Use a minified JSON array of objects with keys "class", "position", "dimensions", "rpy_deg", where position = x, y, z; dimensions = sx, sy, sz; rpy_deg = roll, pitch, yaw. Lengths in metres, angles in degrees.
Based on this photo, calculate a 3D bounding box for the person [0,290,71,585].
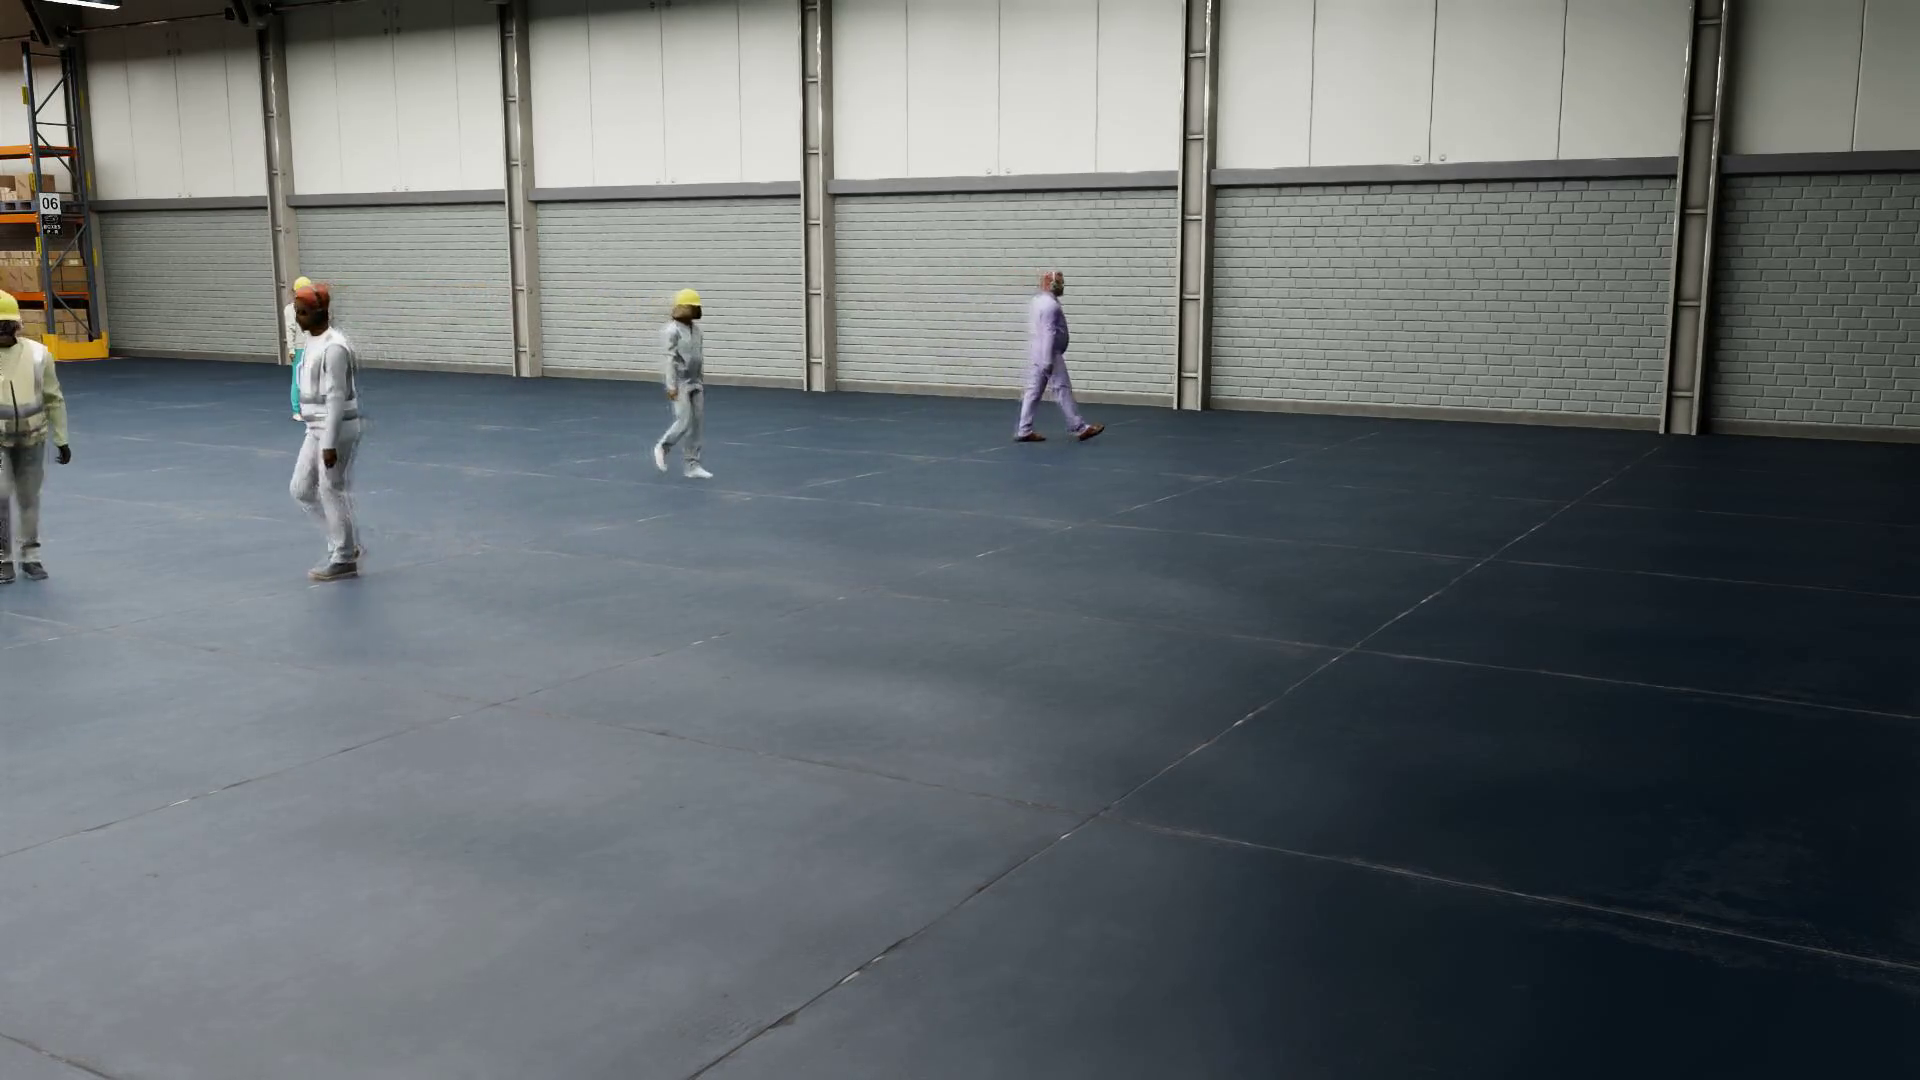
[{"class":"person","position":[-5.863,-0.628,10.280],"dimensions":[0.459,1.807,0.628],"rpy_deg":[10,14,44]}]

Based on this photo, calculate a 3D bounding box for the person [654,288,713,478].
[{"class":"person","position":[-2.525,-1.425,15.174],"dimensions":[0.472,1.728,0.505],"rpy_deg":[6,11,30]}]

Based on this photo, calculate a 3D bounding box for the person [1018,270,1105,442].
[{"class":"person","position":[1.075,-1.984,18.069],"dimensions":[0.960,1.855,0.673],"rpy_deg":[-2,10,-9]}]

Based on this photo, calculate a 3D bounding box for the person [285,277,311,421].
[{"class":"person","position":[-8.044,-2.346,20.480],"dimensions":[0.325,1.767,0.533],"rpy_deg":[4,11,25]}]

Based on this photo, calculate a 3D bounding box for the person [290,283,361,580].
[{"class":"person","position":[-3.939,-0.654,10.294],"dimensions":[0.412,1.858,0.641],"rpy_deg":[-6,12,-33]}]
